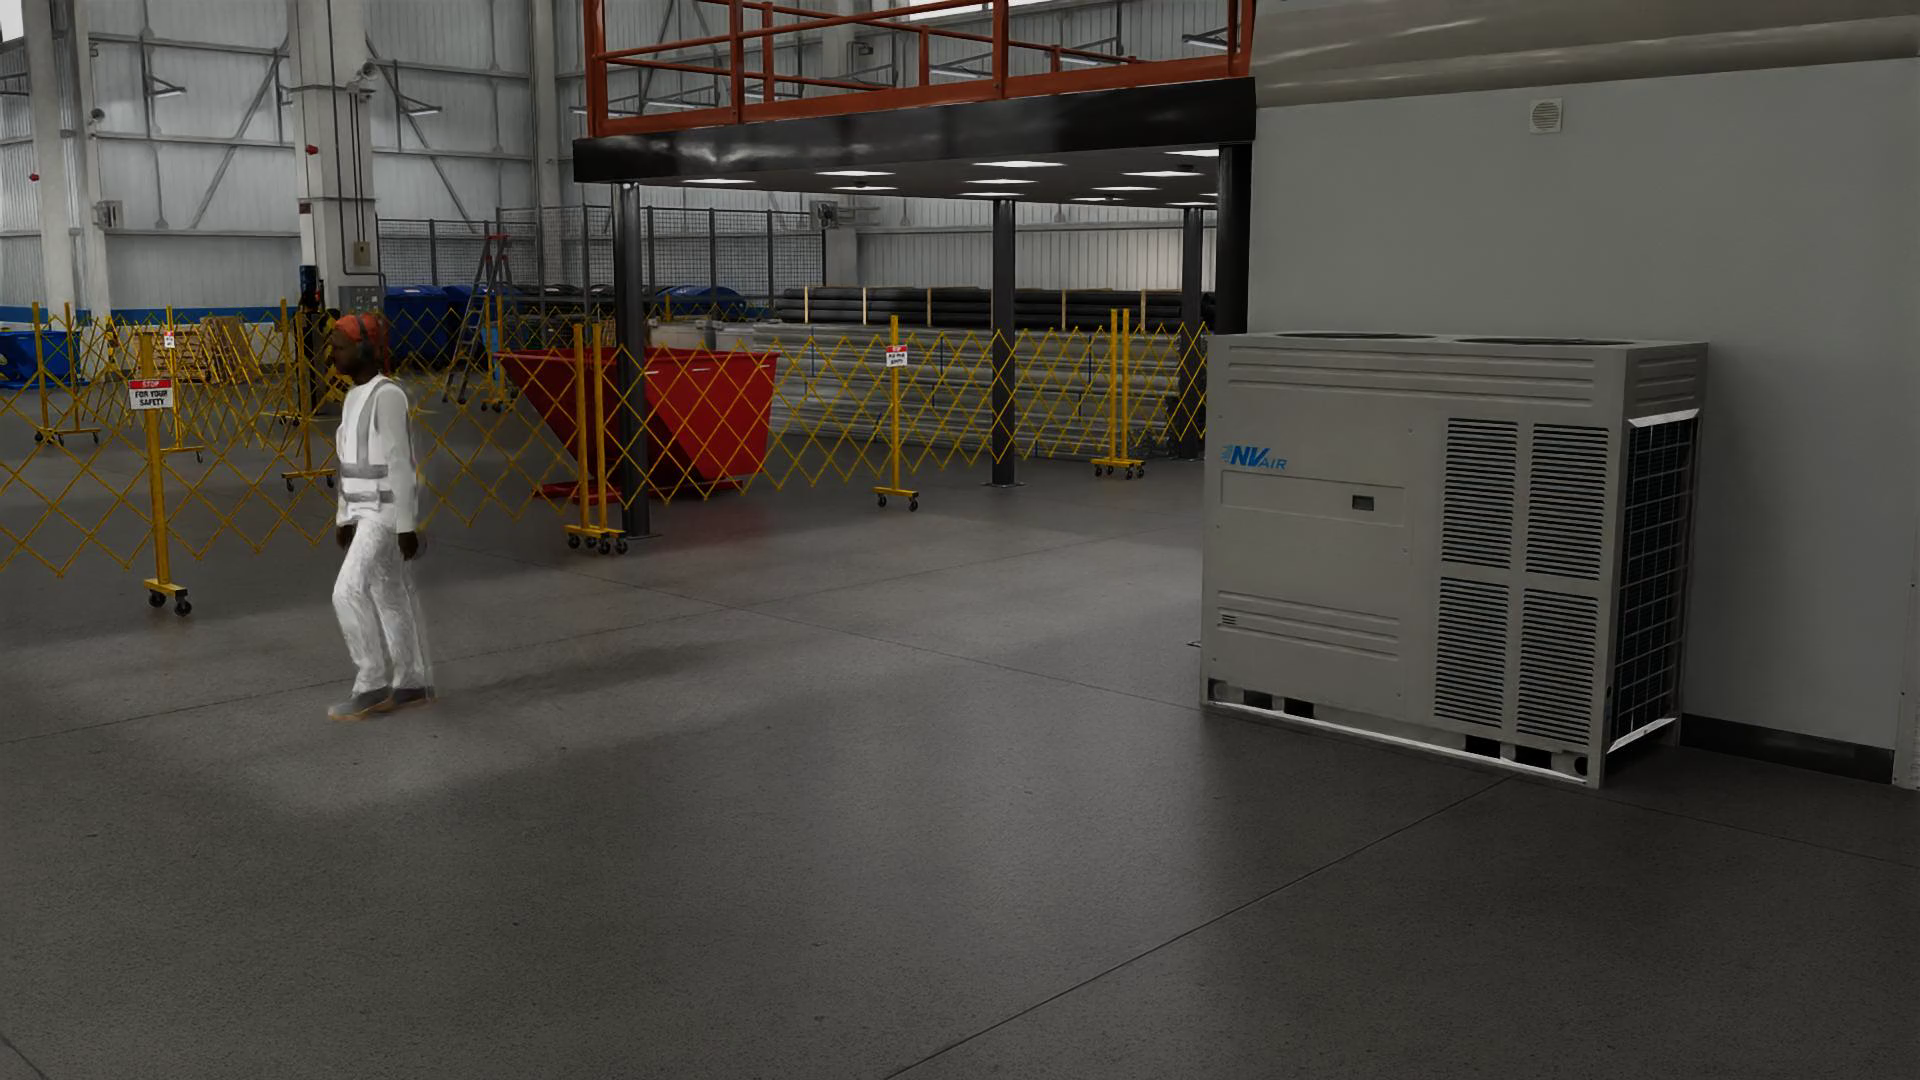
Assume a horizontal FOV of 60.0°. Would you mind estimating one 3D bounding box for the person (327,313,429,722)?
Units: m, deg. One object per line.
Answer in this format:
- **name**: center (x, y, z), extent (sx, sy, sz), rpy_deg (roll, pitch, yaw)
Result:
- **person**: center (-2.761, -0.095, 7.623), extent (0.634, 1.863, 0.616), rpy_deg (-6, 11, -33)
